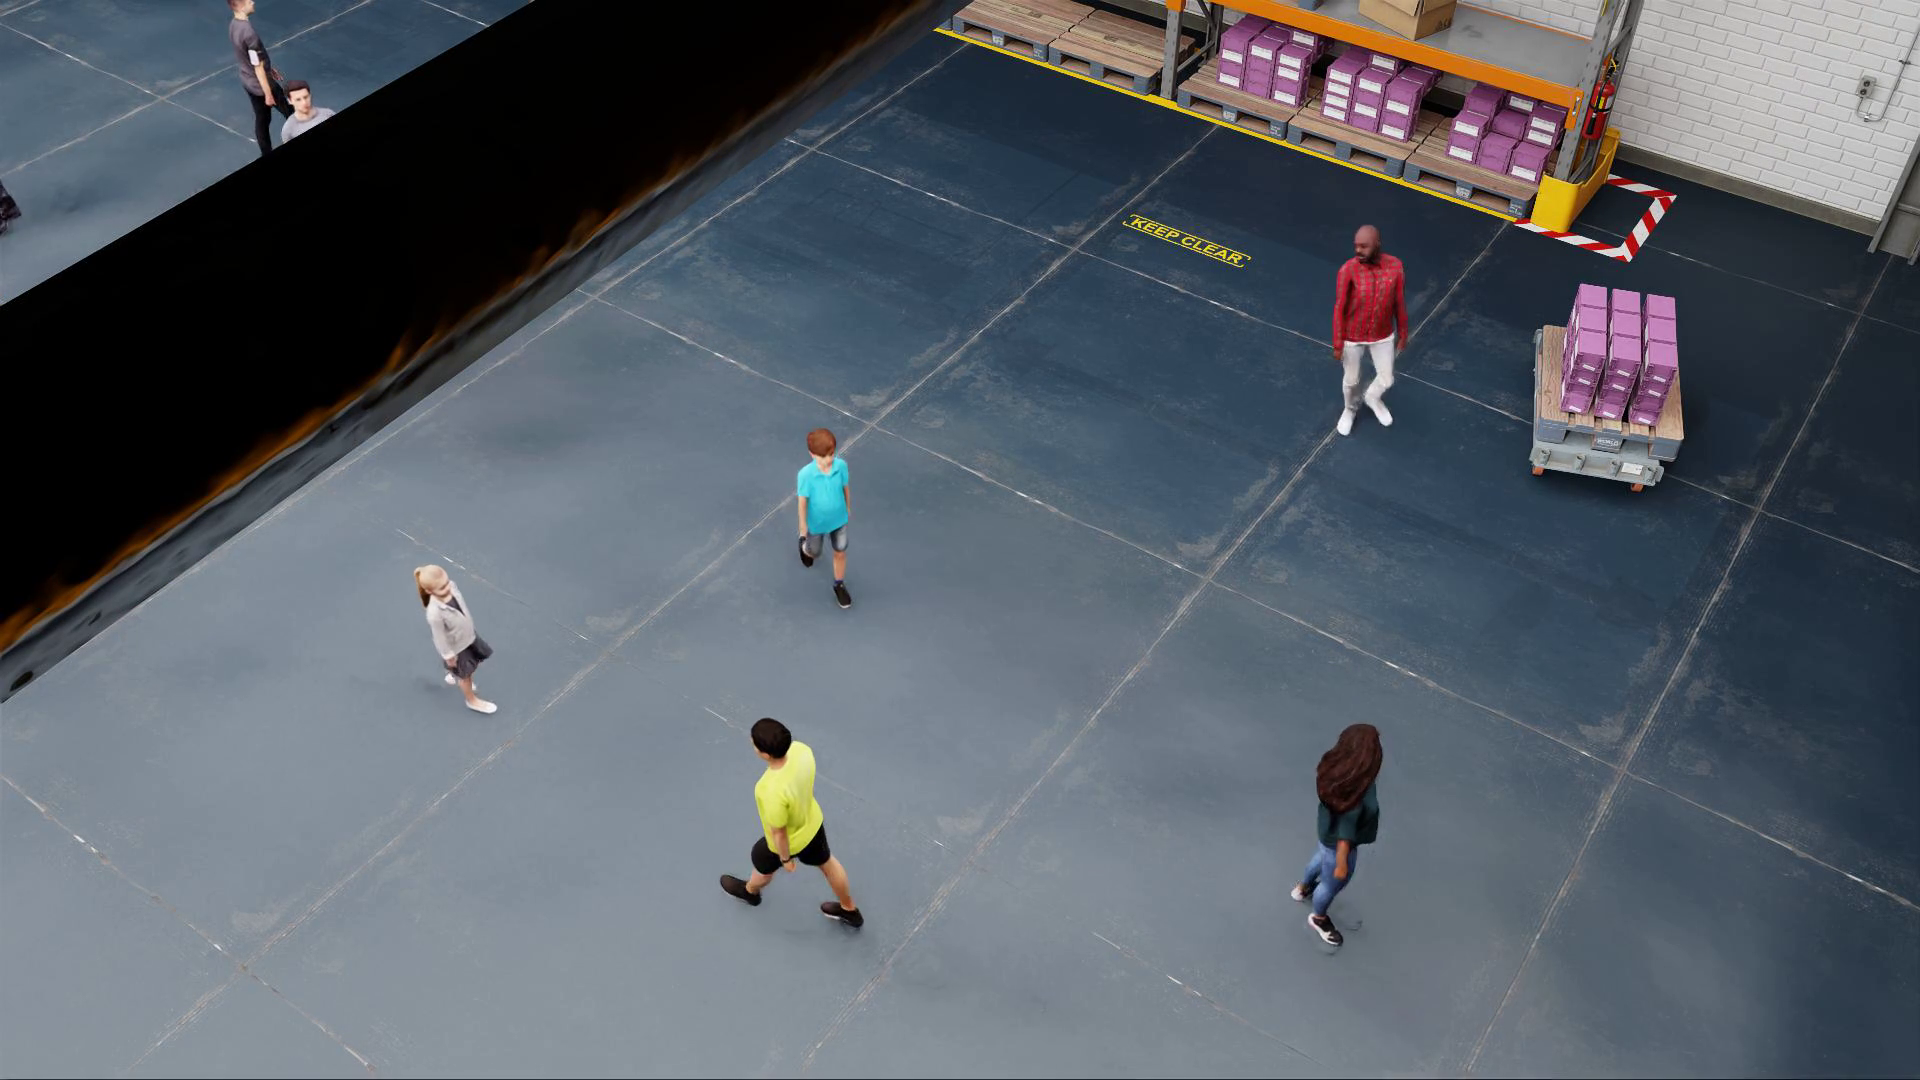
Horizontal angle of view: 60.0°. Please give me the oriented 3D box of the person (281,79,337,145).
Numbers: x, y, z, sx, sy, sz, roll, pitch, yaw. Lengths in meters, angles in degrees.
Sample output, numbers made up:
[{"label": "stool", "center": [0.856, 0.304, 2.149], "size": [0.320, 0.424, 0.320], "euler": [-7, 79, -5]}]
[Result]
[{"label": "person", "center": [-5.316, -3.058, 13.993], "size": [0.890, 1.850, 1.221], "euler": [-29, 51, -27]}]

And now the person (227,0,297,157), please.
[{"label": "person", "center": [-6.478, -4.148, 15.215], "size": [0.823, 1.742, 0.823], "euler": [-29, 51, -27]}]

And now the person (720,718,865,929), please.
[{"label": "person", "center": [-0.849, 1.607, 9.233], "size": [1.147, 1.662, 0.729], "euler": [19, 47, 19]}]

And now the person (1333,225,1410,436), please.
[{"label": "person", "center": [3.059, -1.556, 12.465], "size": [0.846, 1.783, 0.954], "euler": [-9, 44, -10]}]

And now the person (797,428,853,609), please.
[{"label": "person", "center": [-0.940, -0.211, 11.303], "size": [0.767, 1.438, 0.913], "euler": [-18, 47, -18]}]

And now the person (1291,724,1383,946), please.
[{"label": "person", "center": [2.110, 1.654, 9.222], "size": [0.720, 1.608, 0.713], "euler": [20, 47, 19]}]

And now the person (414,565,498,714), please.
[{"label": "person", "center": [-3.248, 0.613, 10.559], "size": [0.700, 1.270, 0.638], "euler": [8, 44, 9]}]
